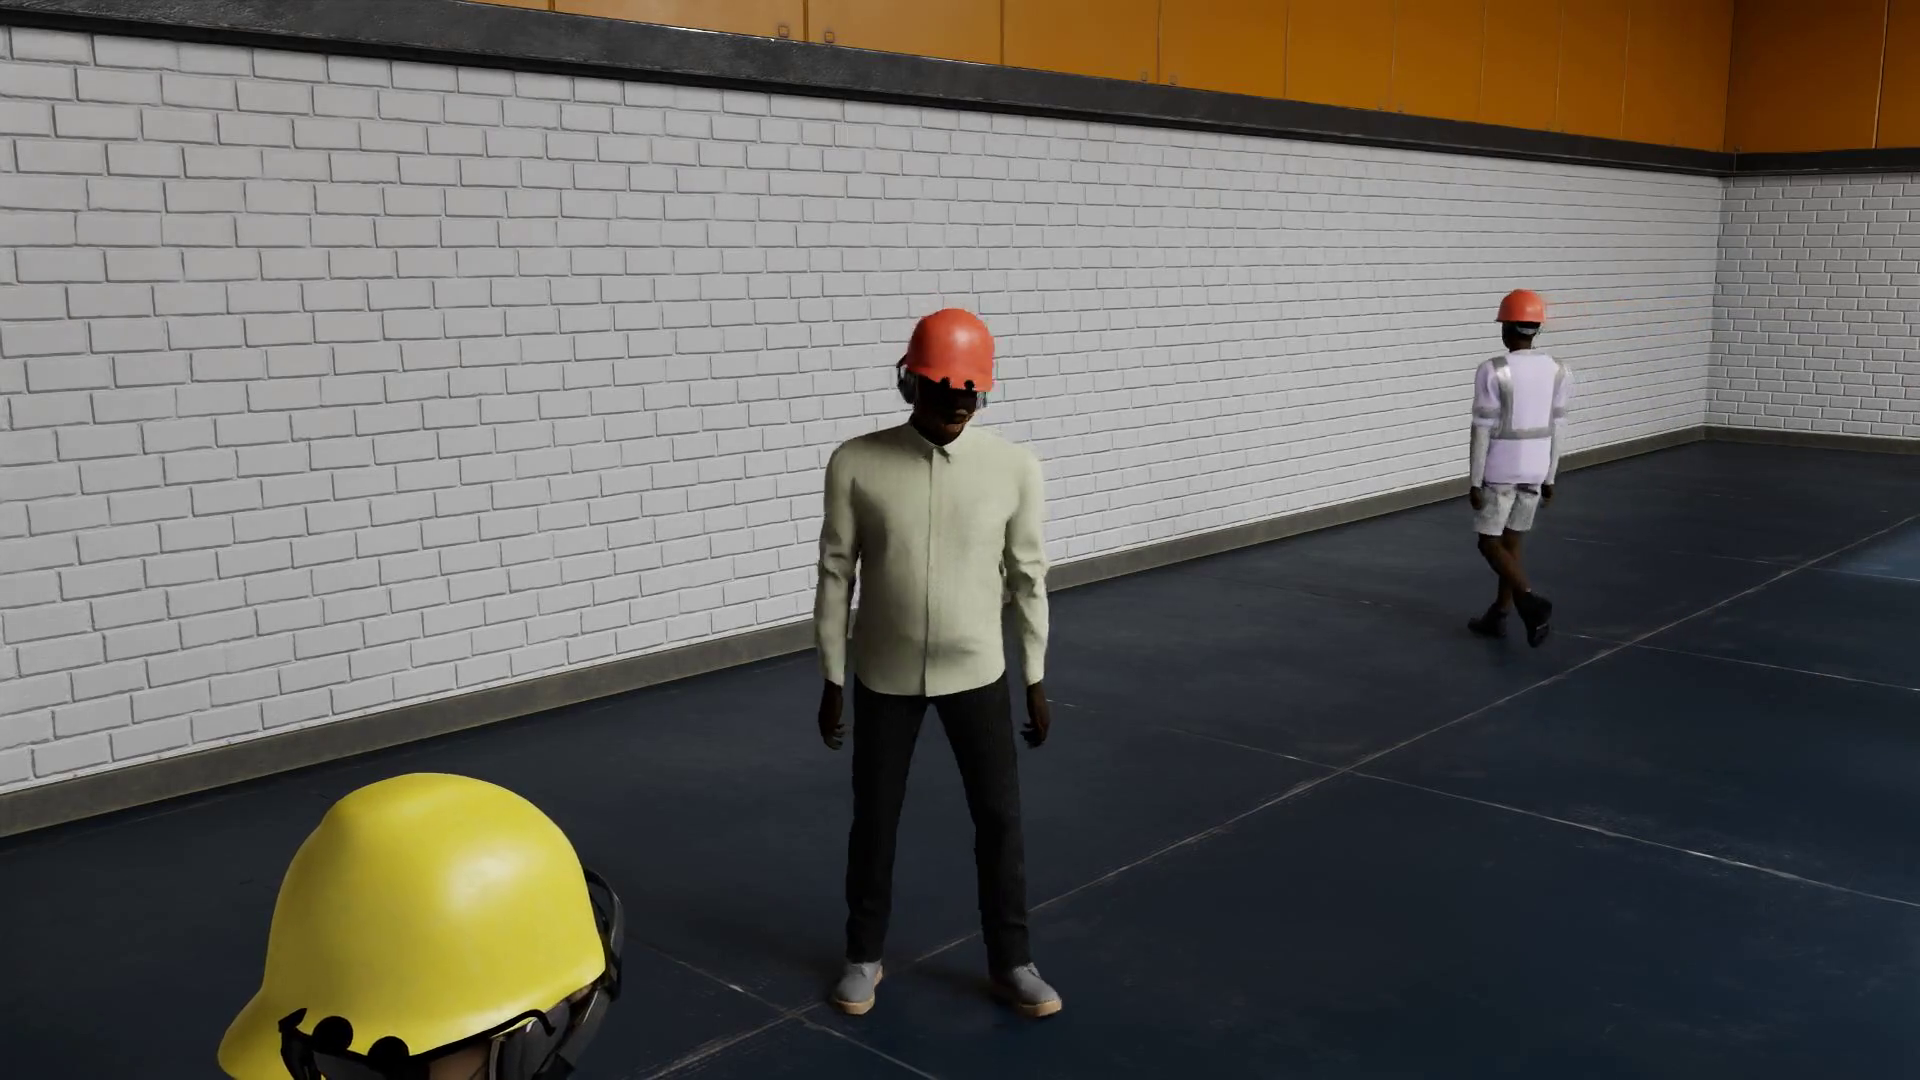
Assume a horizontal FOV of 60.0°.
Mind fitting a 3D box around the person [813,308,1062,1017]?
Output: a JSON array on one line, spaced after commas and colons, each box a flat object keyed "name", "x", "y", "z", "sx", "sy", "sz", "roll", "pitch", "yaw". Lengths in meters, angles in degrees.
[{"name": "person", "x": -0.061, "y": 0.360, "z": 4.560, "sx": 0.698, "sy": 1.963, "sz": 0.475, "roll": -1, "pitch": 10, "yaw": -5}]

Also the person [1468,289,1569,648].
[{"name": "person", "x": 2.968, "y": -0.364, "z": 8.830, "sx": 0.546, "sy": 1.920, "sz": 0.744, "roll": -3, "pitch": 10, "yaw": -15}]

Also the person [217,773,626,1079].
[{"name": "person", "x": -0.363, "y": 1.031, "z": 1.293, "sx": 0.522, "sy": 1.769, "sz": 0.311, "roll": 6, "pitch": 11, "yaw": 30}]
